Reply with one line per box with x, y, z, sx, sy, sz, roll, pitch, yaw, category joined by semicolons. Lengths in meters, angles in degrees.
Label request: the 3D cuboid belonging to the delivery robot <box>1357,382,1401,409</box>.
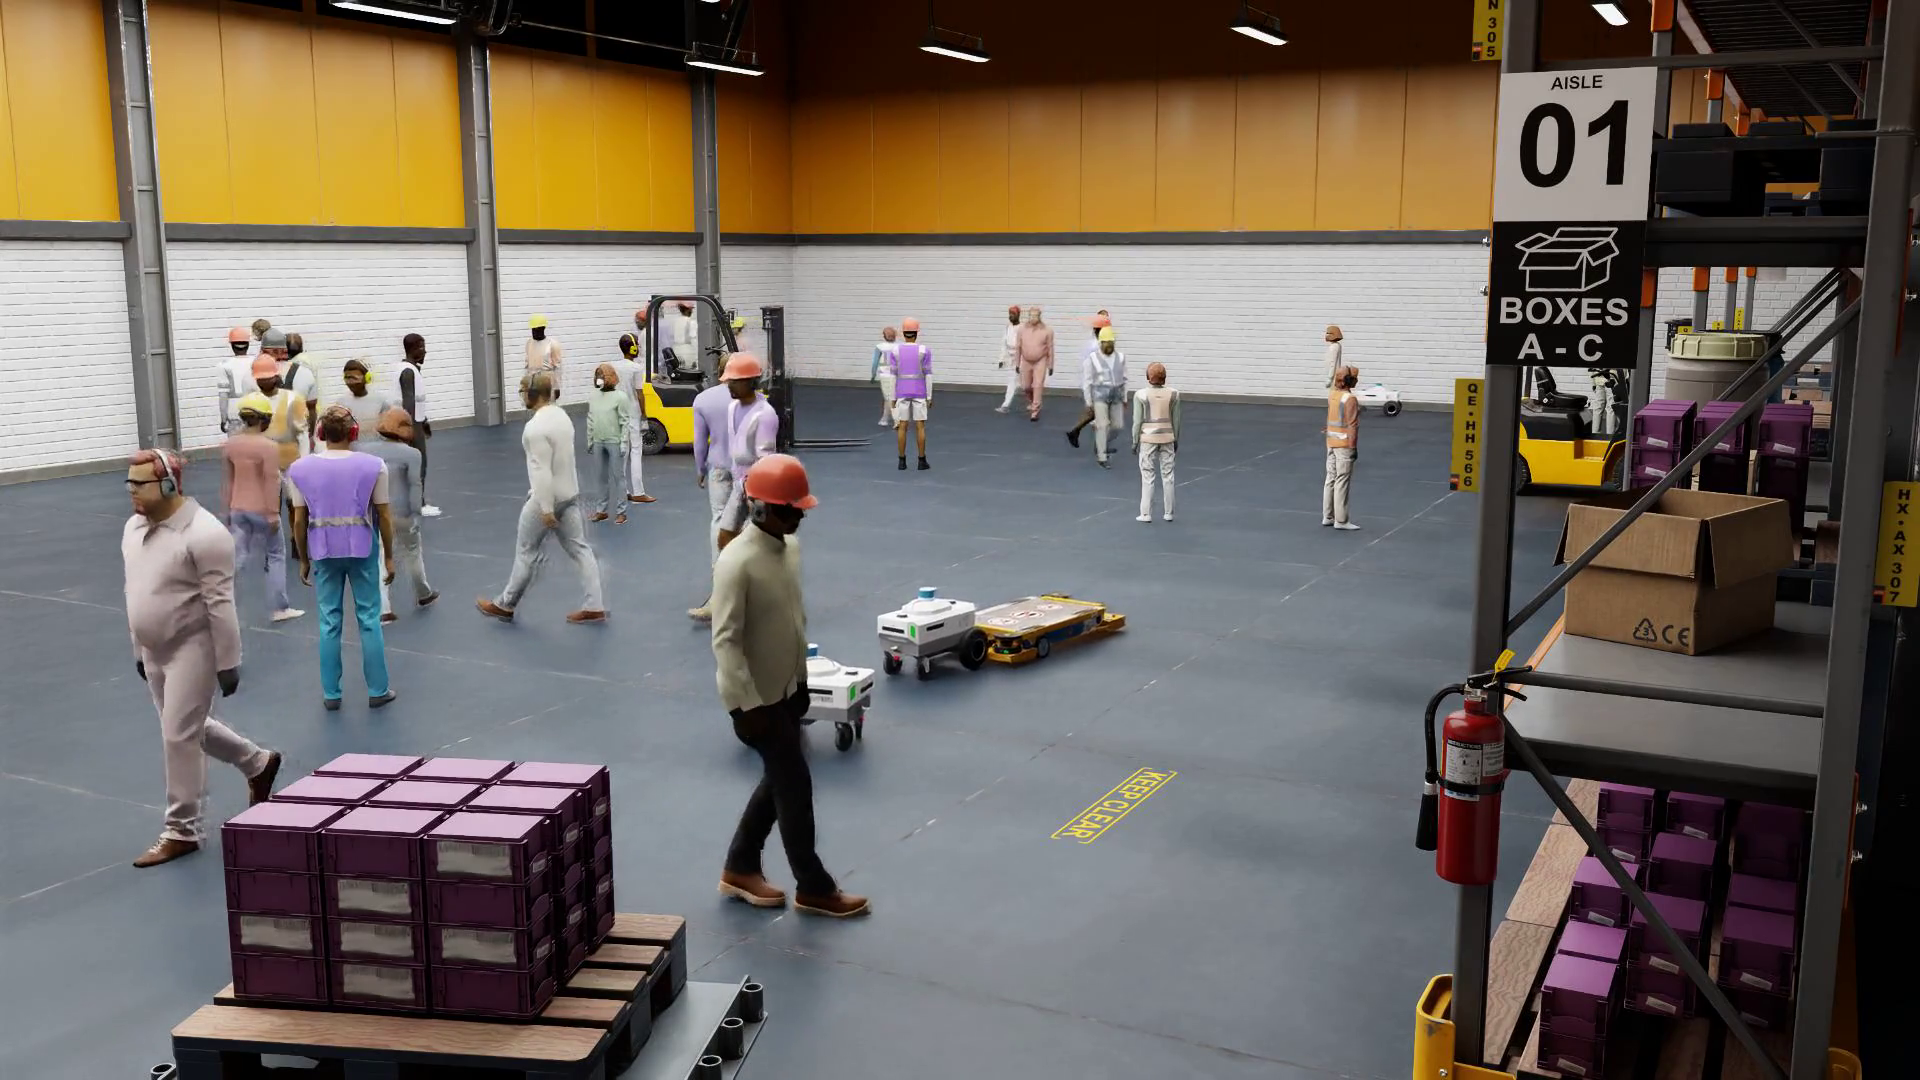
7.079;-2.421;28.116;0.707;0.478;0.477;3;10;17;delivery robot

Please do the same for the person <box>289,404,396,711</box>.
-3.690;0.112;9.983;0.565;1.847;0.389;-2;10;-12;person

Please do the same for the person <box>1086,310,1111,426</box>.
2.249;-2.749;26.570;0.506;1.842;0.346;-5;11;-25;person

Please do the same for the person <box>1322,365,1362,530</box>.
3.811;-0.922;16.575;0.312;1.639;0.520;-2;10;-13;person

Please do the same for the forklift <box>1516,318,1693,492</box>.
7.066;-1.601;18.899;2.313;2.155;1.214;5;11;27;forklift

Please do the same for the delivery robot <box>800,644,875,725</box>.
-0.842;0.826;9.319;0.707;0.478;0.477;3;10;19;delivery robot

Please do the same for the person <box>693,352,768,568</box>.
-1.872;-0.580;13.726;0.635;1.937;0.352;0;10;1;person

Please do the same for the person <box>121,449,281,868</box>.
-3.536;0.493;7.710;0.656;1.881;0.819;6;11;31;person

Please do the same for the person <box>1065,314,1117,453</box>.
1.826;-2.126;22.745;0.612;1.918;0.557;-2;10;-11;person

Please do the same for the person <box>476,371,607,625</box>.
-3.077;-0.299;12.267;1.001;1.879;0.620;2;10;14;person

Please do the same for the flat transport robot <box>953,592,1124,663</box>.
0.508;0.601;11.713;0.652;0.197;1.431;7;12;36;flat transport robot

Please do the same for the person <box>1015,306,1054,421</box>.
1.238;-2.918;27.395;0.656;1.881;0.639;3;10;17;person

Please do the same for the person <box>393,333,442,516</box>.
-5.733;-1.211;17.472;0.445;1.907;0.633;-3;10;-16;person

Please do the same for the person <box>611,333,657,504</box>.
-3.622;-1.335;18.297;0.520;1.873;0.333;7;12;36;person

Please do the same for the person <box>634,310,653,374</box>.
-4.972;-2.732;26.459;0.404;1.847;0.747;-3;10;-18;person

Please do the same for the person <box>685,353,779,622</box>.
-1.648;-0.354;12.200;0.908;2.009;0.644;-8;13;-38;person

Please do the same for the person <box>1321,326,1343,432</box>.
5.720;-2.467;25.533;0.278;1.634;0.498;4;11;23;person

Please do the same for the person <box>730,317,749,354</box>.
-3.530;-2.583;25.867;0.739;1.736;0.553;-7;12;-36;person

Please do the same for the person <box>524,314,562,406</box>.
-5.711;-2.123;22.703;0.594;1.921;0.386;5;11;27;person

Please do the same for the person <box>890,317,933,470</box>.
-0.615;-1.848;21.061;0.545;1.942;0.349;1;10;6;person

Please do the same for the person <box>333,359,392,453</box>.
-5.140;-0.631;14.329;0.515;1.829;0.831;1;10;8;person

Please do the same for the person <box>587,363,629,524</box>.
-3.581;-0.976;16.906;0.497;1.633;0.285;5;11;25;person

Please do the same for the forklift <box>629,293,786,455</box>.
-3.588;-2.317;23.042;2.313;2.155;1.214;-1;10;-5;forklift

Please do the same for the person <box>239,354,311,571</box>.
-5.986;-0.695;14.596;0.557;1.890;0.739;-3;10;-17;person

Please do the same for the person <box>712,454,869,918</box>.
-0.725;0.613;6.793;0.677;1.948;0.688;3;10;16;person

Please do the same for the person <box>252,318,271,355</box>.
-8.742;-1.869;21.255;0.458;1.915;0.658;-3;10;-15;person

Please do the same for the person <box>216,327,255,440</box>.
-7.918;-1.389;18.421;0.552;1.932;0.377;-7;12;-34;person

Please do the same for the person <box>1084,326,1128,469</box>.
1.858;-1.828;21.299;0.609;1.816;0.507;-4;11;-21;person

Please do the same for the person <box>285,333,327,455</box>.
-7.911;-1.535;19.655;0.931;1.795;0.658;-4;10;-20;person

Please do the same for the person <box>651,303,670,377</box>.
-5.187;-3.209;29.136;0.672;1.875;0.847;6;12;33;person

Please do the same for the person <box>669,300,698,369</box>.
-4.720;-3.123;28.217;0.619;2.020;0.682;7;12;33;person

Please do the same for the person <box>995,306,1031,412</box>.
1.028;-3.144;28.893;0.994;1.839;0.587;-7;12;-36;person

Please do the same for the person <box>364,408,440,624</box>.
-4.212;-0.199;12.524;0.493;1.580;0.843;2;10;9;person

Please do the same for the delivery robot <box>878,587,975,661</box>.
-0.219;0.555;10.886;0.477;0.478;0.707;7;12;36;delivery robot

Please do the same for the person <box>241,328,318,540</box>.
-6.528;-1.012;15.932;0.684;2.000;0.538;-8;13;-40;person

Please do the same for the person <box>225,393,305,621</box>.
-5.252;-0.208;12.195;0.528;1.732;0.771;4;11;23;person

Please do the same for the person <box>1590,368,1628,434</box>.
9.279;-2.256;23.738;0.404;1.830;0.603;-5;11;-26;person

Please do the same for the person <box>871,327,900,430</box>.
-1.081;-2.541;26.070;0.514;1.596;0.863;-7;12;-34;person

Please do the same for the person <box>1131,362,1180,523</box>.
2.000;-0.990;16.960;0.512;1.642;0.312;-2;10;-12;person
